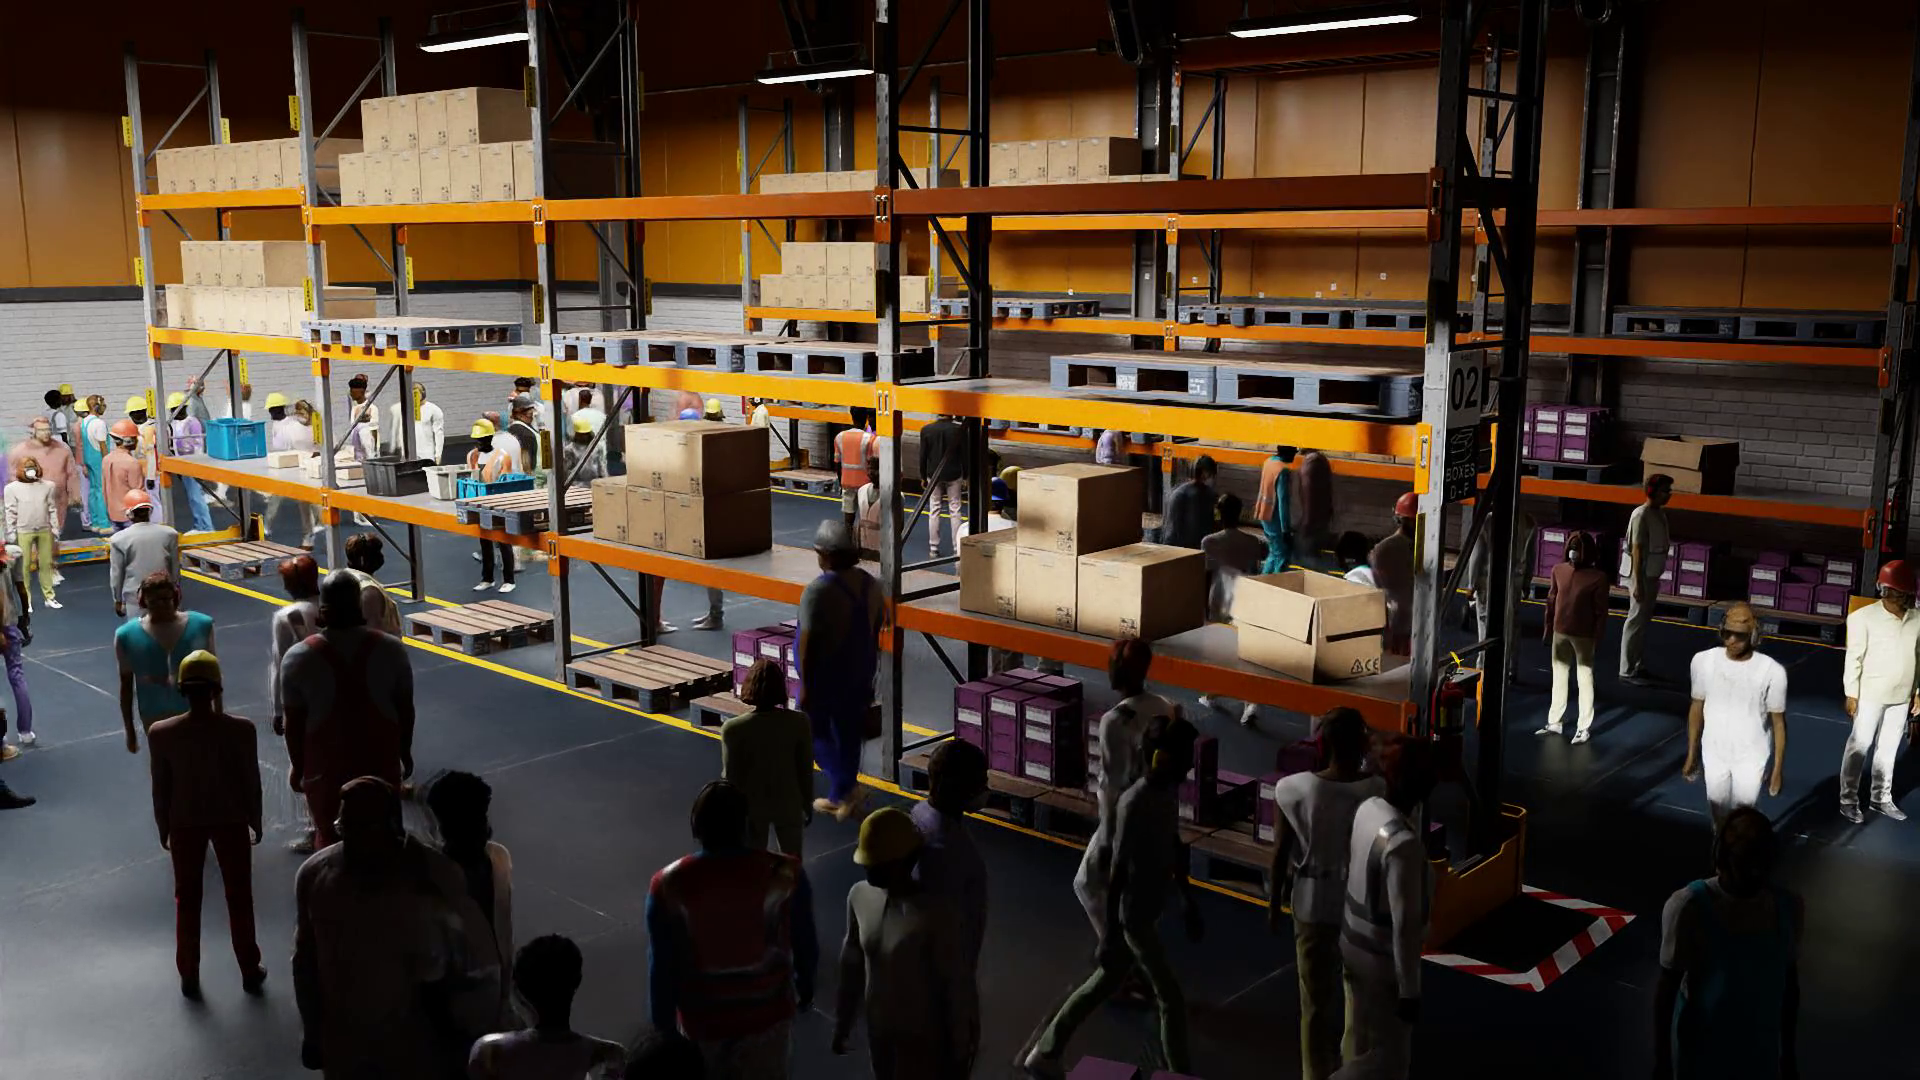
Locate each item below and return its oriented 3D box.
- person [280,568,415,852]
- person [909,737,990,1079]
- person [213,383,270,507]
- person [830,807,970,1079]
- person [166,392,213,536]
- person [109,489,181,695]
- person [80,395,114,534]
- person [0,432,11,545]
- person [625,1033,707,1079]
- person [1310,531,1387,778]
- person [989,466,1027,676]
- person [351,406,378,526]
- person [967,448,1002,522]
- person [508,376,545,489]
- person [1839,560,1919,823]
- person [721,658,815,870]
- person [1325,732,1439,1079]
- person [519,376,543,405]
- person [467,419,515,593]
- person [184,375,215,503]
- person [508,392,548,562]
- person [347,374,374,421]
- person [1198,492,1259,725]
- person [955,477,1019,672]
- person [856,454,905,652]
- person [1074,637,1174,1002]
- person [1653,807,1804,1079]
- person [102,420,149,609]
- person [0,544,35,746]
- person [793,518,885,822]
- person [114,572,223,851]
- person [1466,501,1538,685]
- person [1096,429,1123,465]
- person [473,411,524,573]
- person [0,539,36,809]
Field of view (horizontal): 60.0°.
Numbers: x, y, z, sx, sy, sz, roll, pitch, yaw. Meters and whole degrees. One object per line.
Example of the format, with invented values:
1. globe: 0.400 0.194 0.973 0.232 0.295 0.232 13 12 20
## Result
1. person: -3.368 1.153 9.173 0.688 2.000 0.536 -5 11 -28
2. person: -0.049 1.698 6.400 0.371 1.933 0.627 -2 10 -9
3. person: -10.474 -1.405 24.272 0.597 1.822 1.034 7 12 34
4. person: -0.258 1.835 6.140 0.544 1.749 0.551 9 13 42
5. person: -9.979 -0.959 21.492 0.592 1.918 0.416 8 13 38
6. person: -6.876 0.439 14.048 0.350 1.744 0.567 10 14 43
7. person: -11.329 -0.992 21.882 0.503 1.839 0.348 8 13 37
8. person: -11.857 -0.717 20.215 0.649 1.896 0.975 -2 10 -10
9. person: -0.752 2.103 4.182 0.611 1.901 0.694 -4 11 -22
10. person: 2.631 0.829 11.641 0.808 1.810 0.664 5 11 27
11. person: 0.438 0.304 14.339 0.399 1.913 0.592 8 13 39
12. person: -8.081 -1.003 22.530 0.318 1.629 0.516 -7 12 -33
13. person: 0.299 0.038 15.965 0.534 1.868 0.309 3 11 19
14. person: -6.080 -1.311 23.317 0.607 1.966 0.367 3 10 17
15. person: 6.078 0.989 10.913 0.572 1.749 0.341 -2 10 -11
16. person: -1.010 1.427 8.771 0.498 1.634 0.279 -3 11 -19
17. person: 1.629 1.685 6.703 0.699 1.866 0.578 0 10 -2
18. person: -7.242 -2.011 27.946 0.492 1.729 0.324 3 10 15
19. person: -5.131 -0.369 18.145 0.585 1.917 0.409 4 11 22
20. person: -11.207 -1.477 24.475 0.402 1.894 0.650 -3 11 -19
21. person: -5.157 -0.764 20.012 0.538 2.000 0.684 -3 10 -15
22. person: -10.106 -1.988 28.093 0.519 1.633 0.312 3 11 19
23. person: 2.175 0.544 13.273 0.559 1.833 0.958 -2 10 -11
24. person: 0.270 0.465 13.323 0.615 1.945 0.404 1 10 5
25. person: -0.748 0.113 15.590 0.570 1.849 0.380 9 13 41
26. person: 0.820 1.395 8.291 0.439 1.865 0.598 8 13 39
27. person: 2.734 1.828 5.944 0.513 1.841 0.352 -1 10 -5
28. person: -8.611 -0.254 17.260 0.625 1.990 0.389 6 12 31
29. person: -7.257 0.651 12.483 0.514 1.877 0.328 -8 13 -40
30. person: -0.807 0.855 10.858 0.594 2.000 0.707 8 13 39
31. person: -4.801 1.083 10.160 0.594 1.824 0.459 -5 11 -28
32. person: 4.633 0.350 14.297 0.602 1.830 0.404 -2 10 -9
33. person: 1.787 -0.739 20.189 0.370 1.927 0.588 2 10 12
34. person: -5.476 -0.566 19.369 0.948 1.862 0.679 5 11 26
35. person: -6.587 0.906 10.959 0.738 1.905 0.582 -6 12 -29
